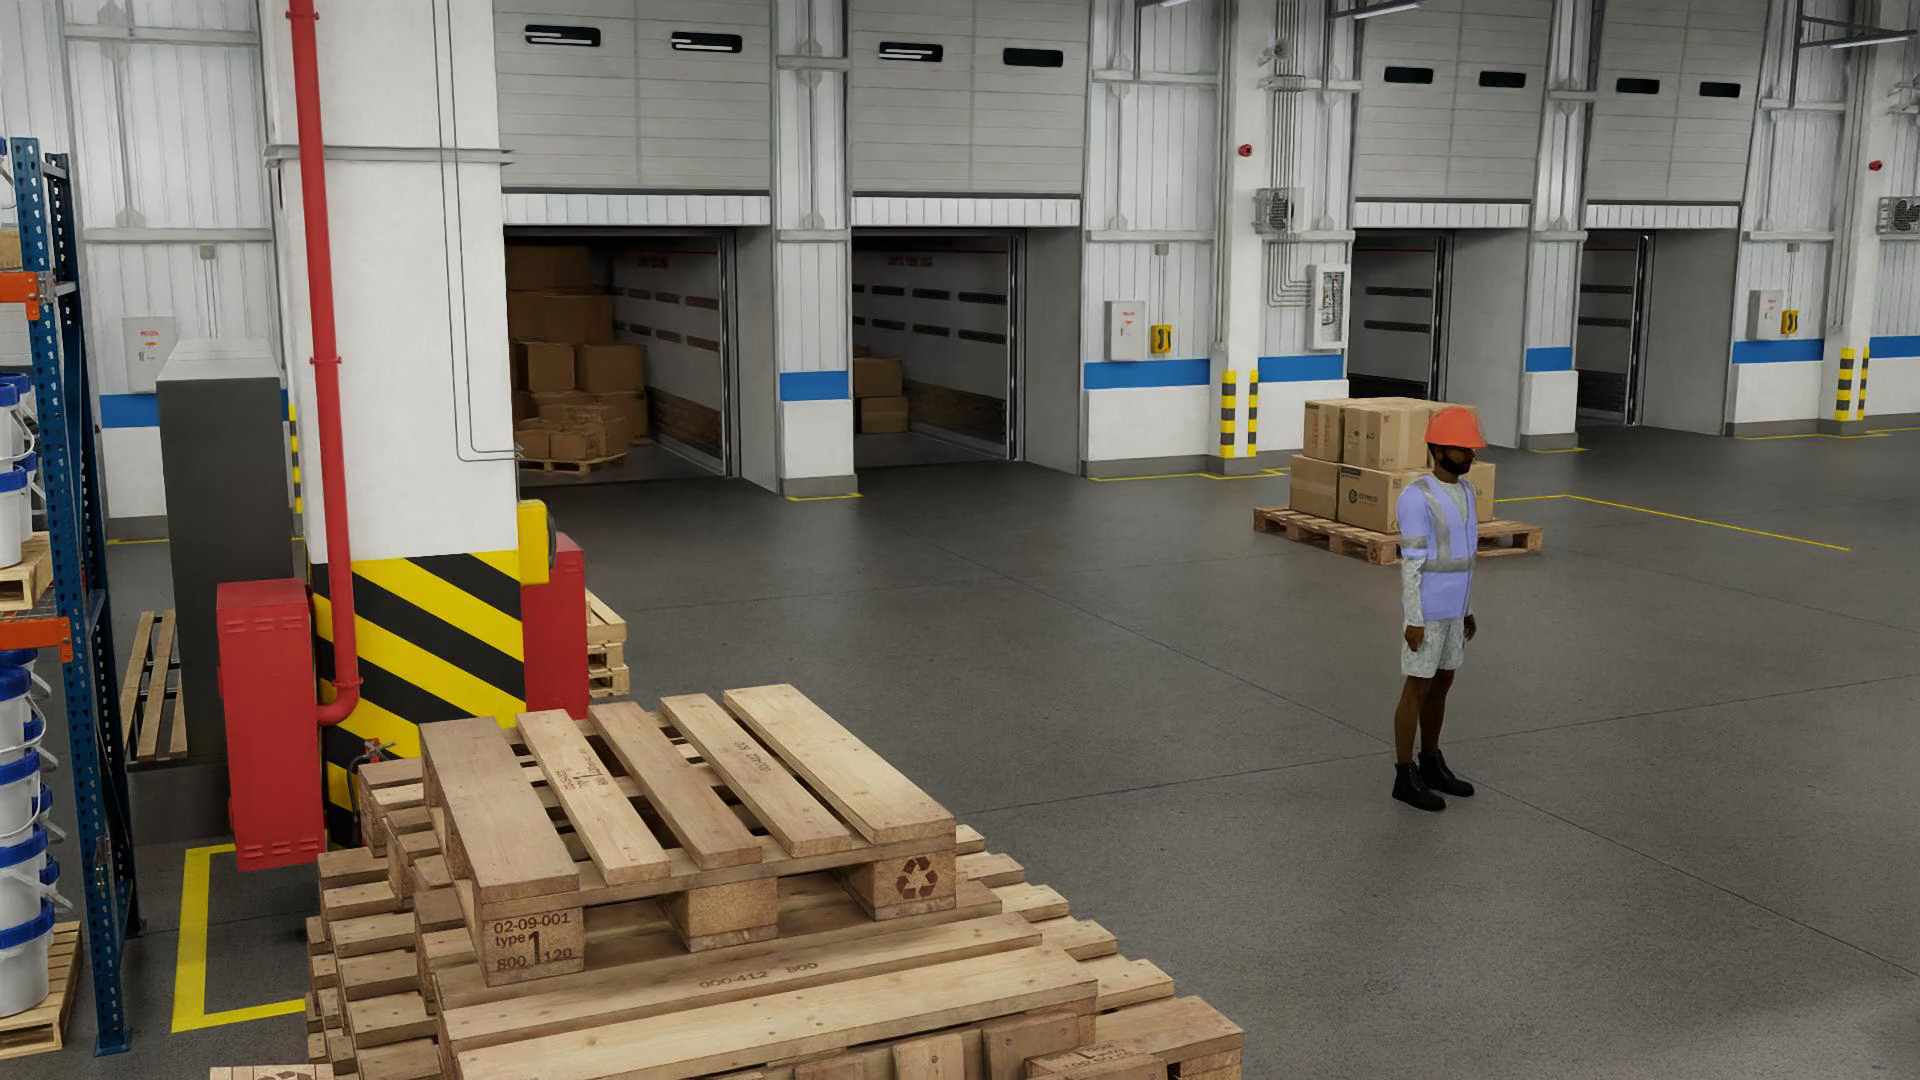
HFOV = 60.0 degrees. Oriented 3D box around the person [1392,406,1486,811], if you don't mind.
[{"bbox_3d":[2.322,0.321,8.018,0.542,1.938,0.358,-10,14,-43],"label":"person"}]
